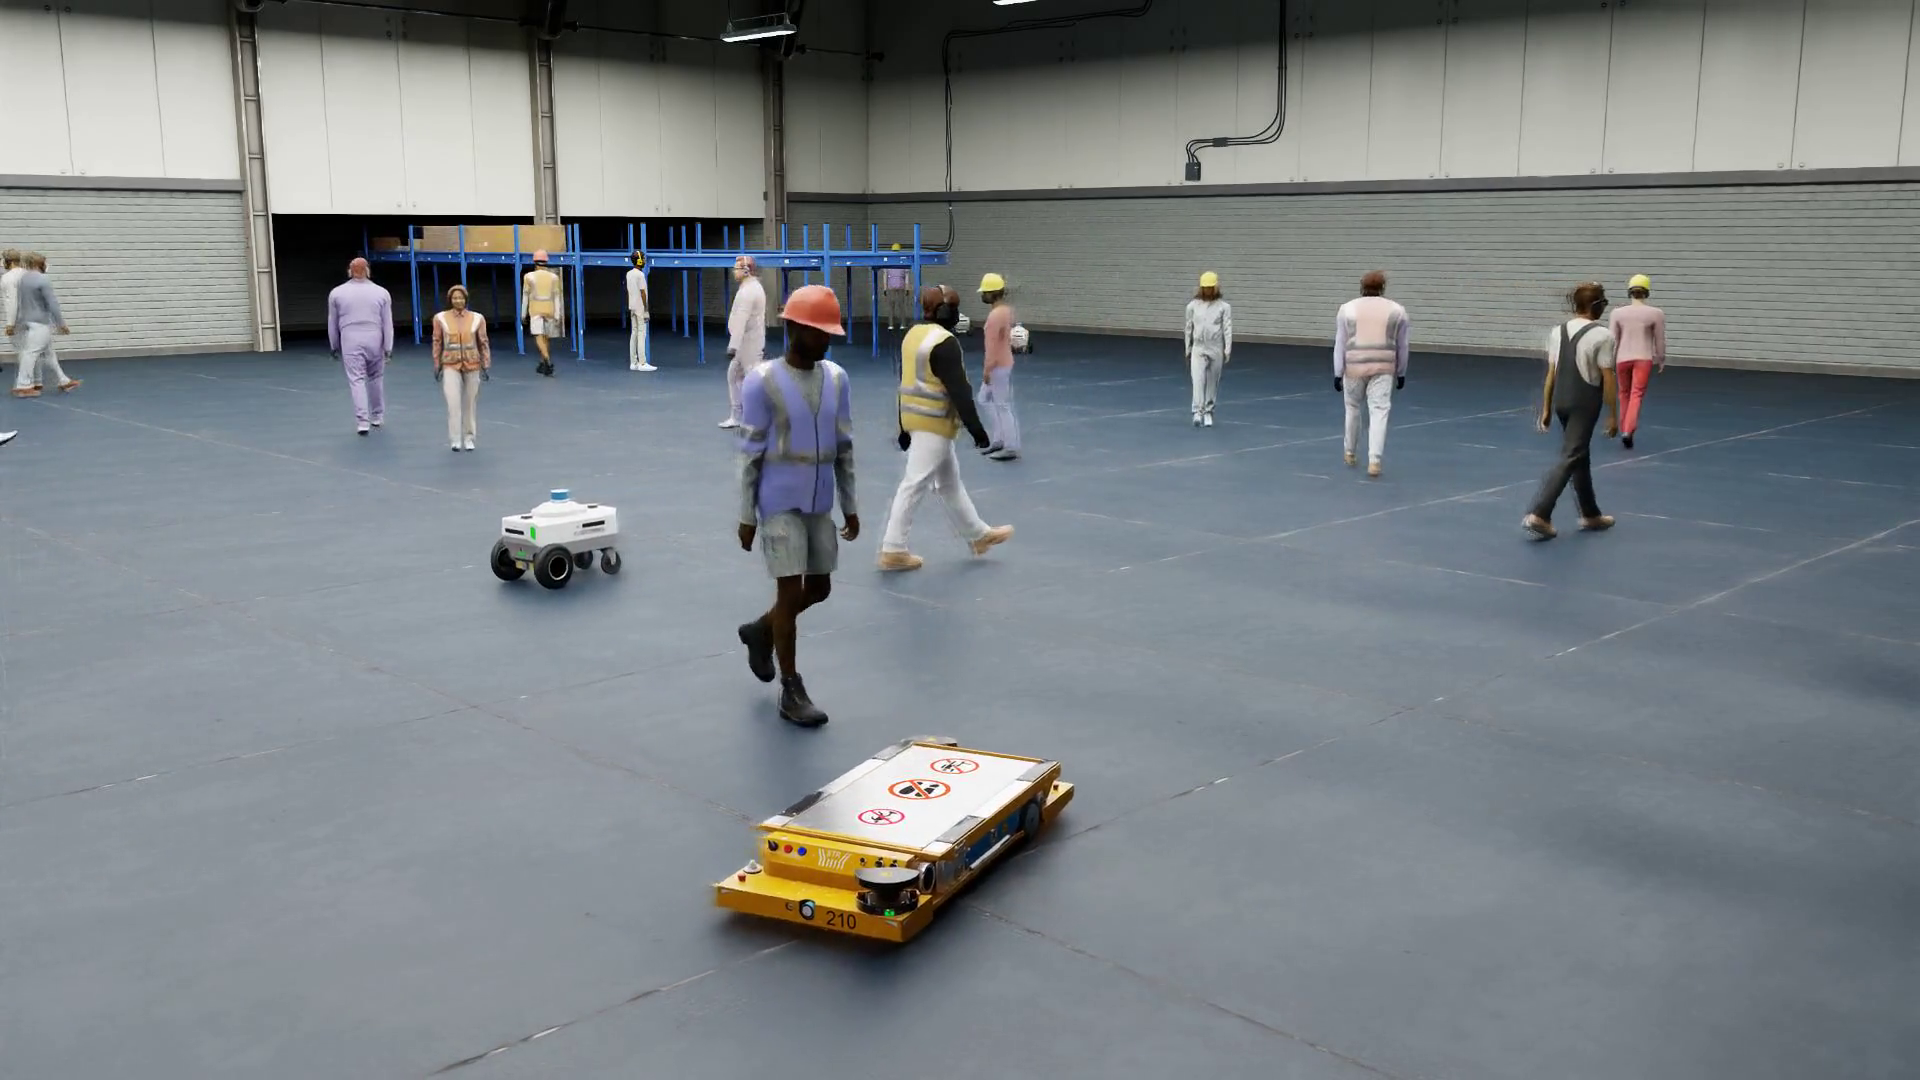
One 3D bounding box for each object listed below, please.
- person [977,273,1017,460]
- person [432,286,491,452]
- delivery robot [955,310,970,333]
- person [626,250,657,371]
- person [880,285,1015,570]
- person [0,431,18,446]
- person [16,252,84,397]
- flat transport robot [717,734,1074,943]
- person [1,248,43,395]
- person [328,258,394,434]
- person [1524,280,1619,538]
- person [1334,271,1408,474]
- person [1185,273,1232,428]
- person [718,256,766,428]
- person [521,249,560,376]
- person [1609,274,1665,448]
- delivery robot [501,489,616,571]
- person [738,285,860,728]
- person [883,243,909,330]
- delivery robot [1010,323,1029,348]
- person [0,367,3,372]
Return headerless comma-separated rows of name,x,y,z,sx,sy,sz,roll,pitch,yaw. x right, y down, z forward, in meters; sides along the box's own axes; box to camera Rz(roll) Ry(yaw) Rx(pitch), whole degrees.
person,0.319,-1.632,15.701,0.540,1.745,0.545,2,11,12
person,-4.842,-1.655,16.199,0.541,1.606,0.758,-4,11,-19
delivery robot,-0.061,-4.602,35.037,0.477,0.478,0.707,-4,11,-21
person,-5.035,-3.606,26.158,0.328,1.872,0.510,-9,14,-41
person,-0.089,-0.725,10.655,1.004,1.785,0.631,-4,11,-19
person,-9.669,-1.726,15.920,0.997,1.855,0.674,-7,12,-32
person,-12.172,-2.859,22.060,0.643,1.888,0.983,7,13,35
flat transport robot,-0.167,0.969,5.690,0.652,0.197,1.431,5,11,24
person,-12.514,-2.905,22.147,0.352,1.937,0.635,-1,10,-4
person,-6.475,-2.105,17.989,0.657,1.854,0.981,-4,11,-23
person,4.348,-0.924,11.738,0.967,1.804,0.530,-6,12,-28
person,3.703,-1.523,15.017,0.657,1.787,0.971,2,11,11
person,2.726,-2.078,18.275,0.508,1.689,0.889,2,11,9
person,-2.381,-2.103,17.930,0.739,1.883,0.653,-1,10,-5
person,-6.341,-3.461,25.293,0.553,1.909,0.912,-7,13,-34
person,6.807,-1.817,16.801,0.527,1.727,0.887,7,12,33
delivery robot,-2.480,-0.071,10.328,0.477,0.478,0.707,8,13,36
person,-0.779,-0.180,7.406,0.591,1.908,0.716,-10,14,-43
person,-1.427,-5.664,37.224,0.588,1.927,0.370,0,10,-1
delivery robot,1.052,-3.650,29.849,0.477,0.478,0.707,1,10,5
person,-15.181,-3.554,25.697,0.553,1.935,0.366,-4,11,-21
